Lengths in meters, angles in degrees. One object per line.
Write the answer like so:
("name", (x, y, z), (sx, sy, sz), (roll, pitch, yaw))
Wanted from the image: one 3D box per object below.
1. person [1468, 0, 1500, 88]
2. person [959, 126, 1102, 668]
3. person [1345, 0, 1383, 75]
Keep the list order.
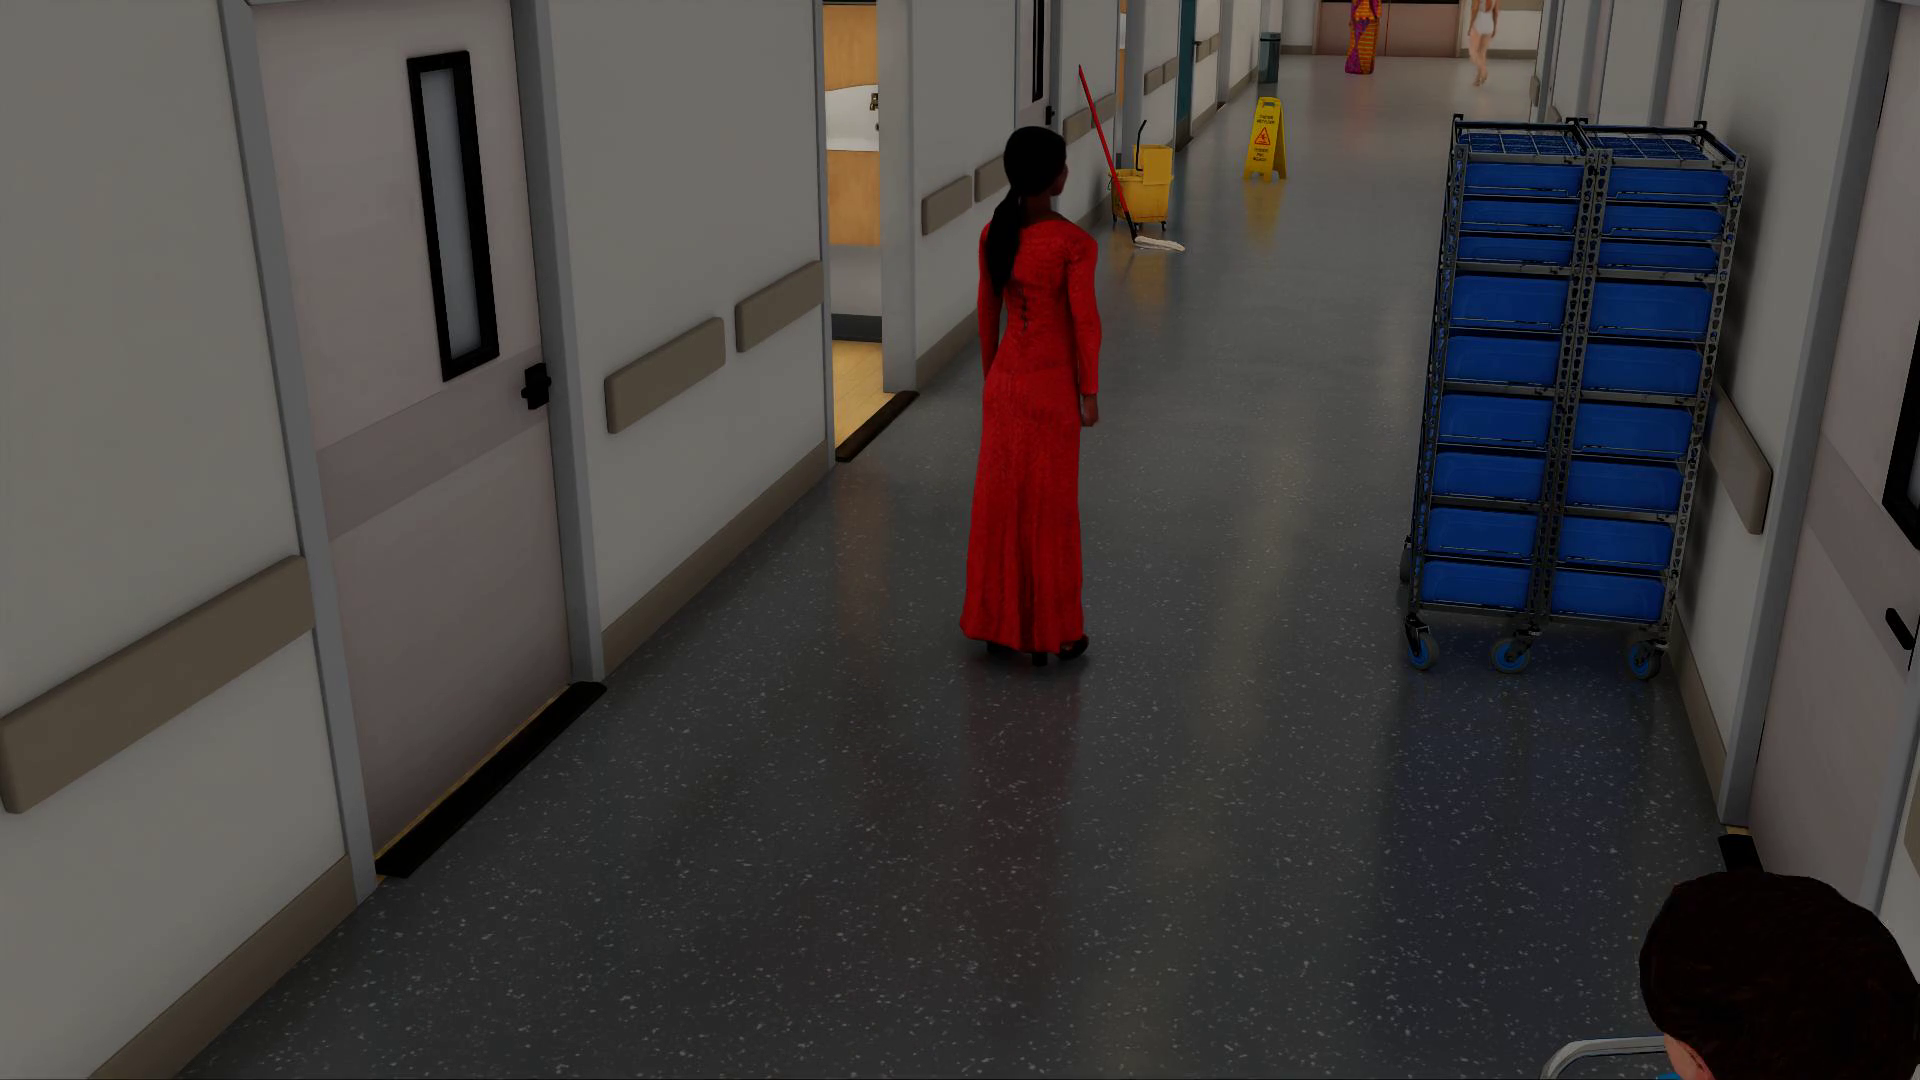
("person", (7.509, -7.305, 23.805), (0.786, 1.627, 0.930), (-5, 21, -12))
("person", (0.230, -0.452, 5.489), (0.721, 1.785, 0.740), (16, 26, 36))
("person", (6.323, -8.181, 26.015), (0.721, 1.686, 0.743), (-1, 21, -1))
